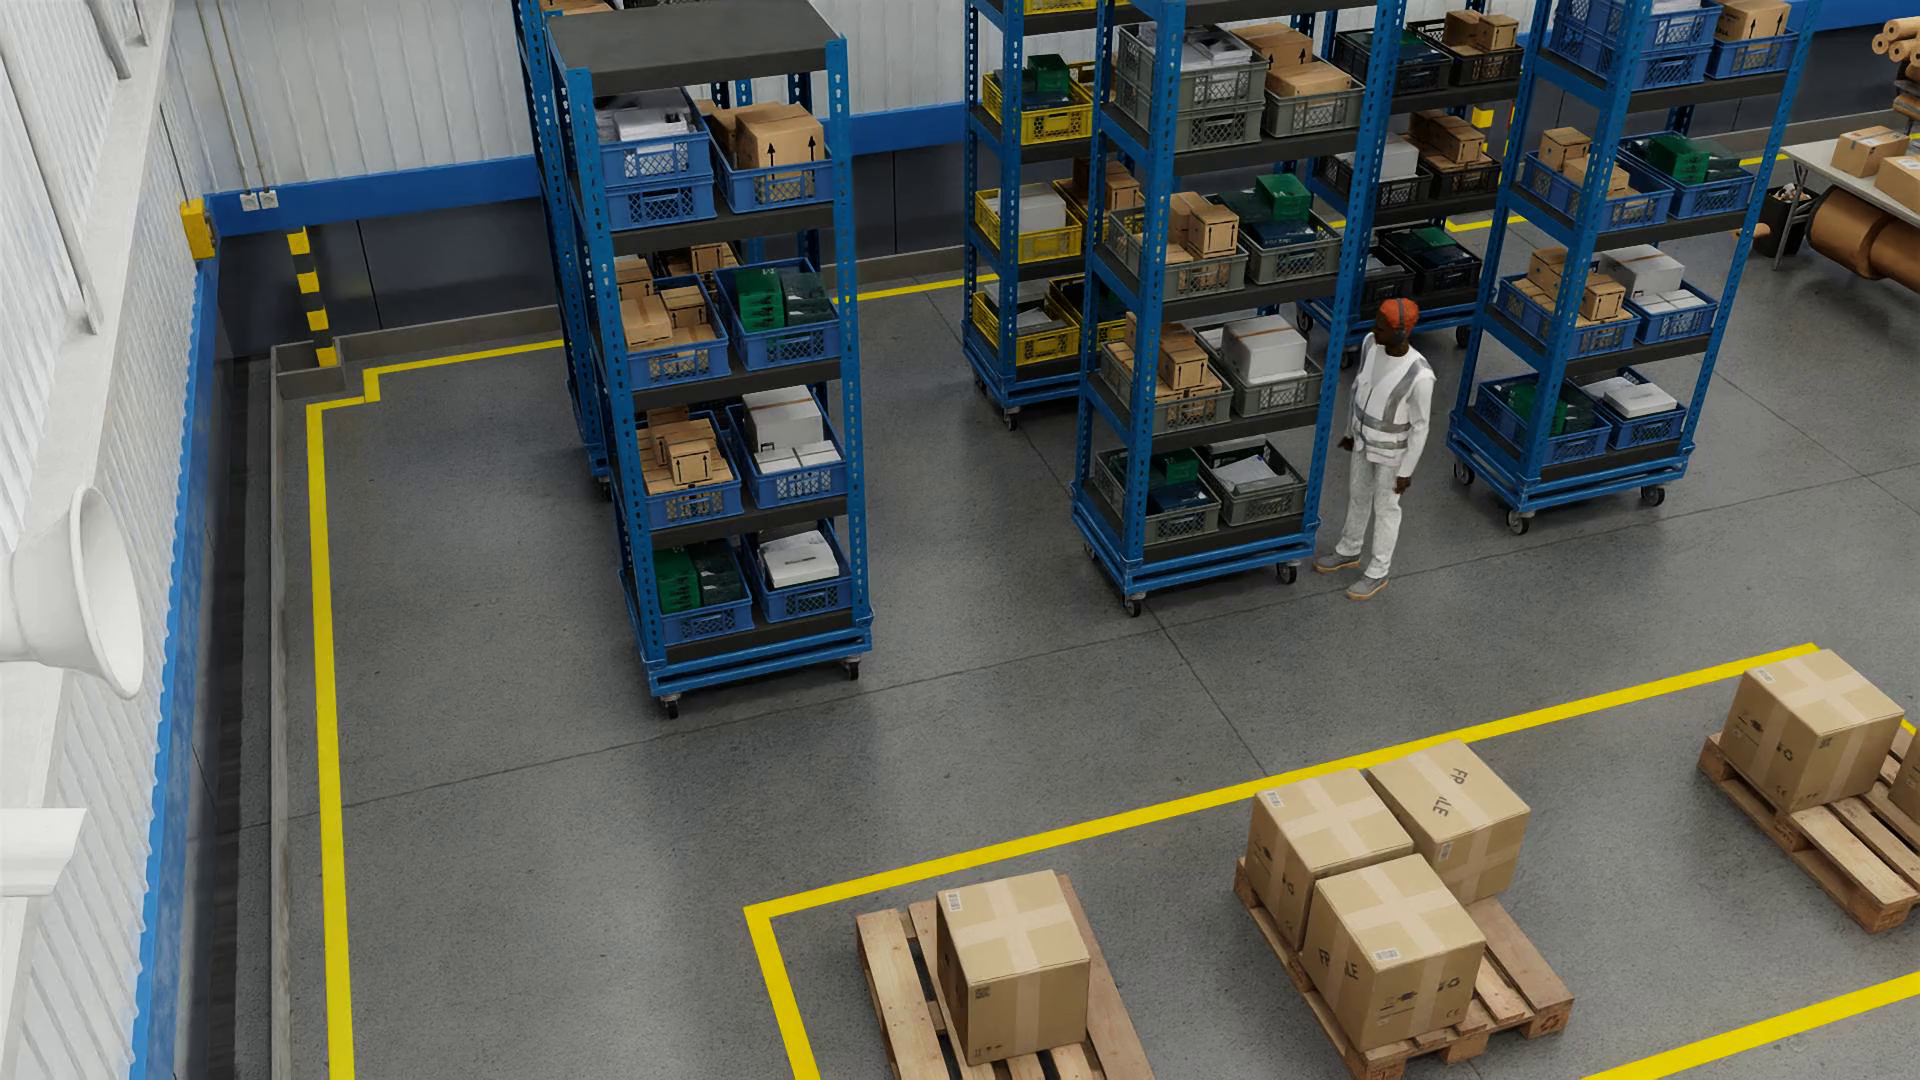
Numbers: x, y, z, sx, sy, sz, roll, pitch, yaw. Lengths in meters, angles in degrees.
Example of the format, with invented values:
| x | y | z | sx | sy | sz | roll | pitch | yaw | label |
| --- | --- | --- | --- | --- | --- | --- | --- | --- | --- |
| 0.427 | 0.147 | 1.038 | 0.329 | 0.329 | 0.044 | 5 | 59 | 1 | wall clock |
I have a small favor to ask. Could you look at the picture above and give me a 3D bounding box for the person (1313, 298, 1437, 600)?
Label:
| x | y | z | sx | sy | sz | roll | pitch | yaw | label |
| --- | --- | --- | --- | --- | --- | --- | --- | --- | --- |
| 2.366 | -0.518 | 9.391 | 0.362 | 1.881 | 0.574 | -15 | 38 | -20 | person |
